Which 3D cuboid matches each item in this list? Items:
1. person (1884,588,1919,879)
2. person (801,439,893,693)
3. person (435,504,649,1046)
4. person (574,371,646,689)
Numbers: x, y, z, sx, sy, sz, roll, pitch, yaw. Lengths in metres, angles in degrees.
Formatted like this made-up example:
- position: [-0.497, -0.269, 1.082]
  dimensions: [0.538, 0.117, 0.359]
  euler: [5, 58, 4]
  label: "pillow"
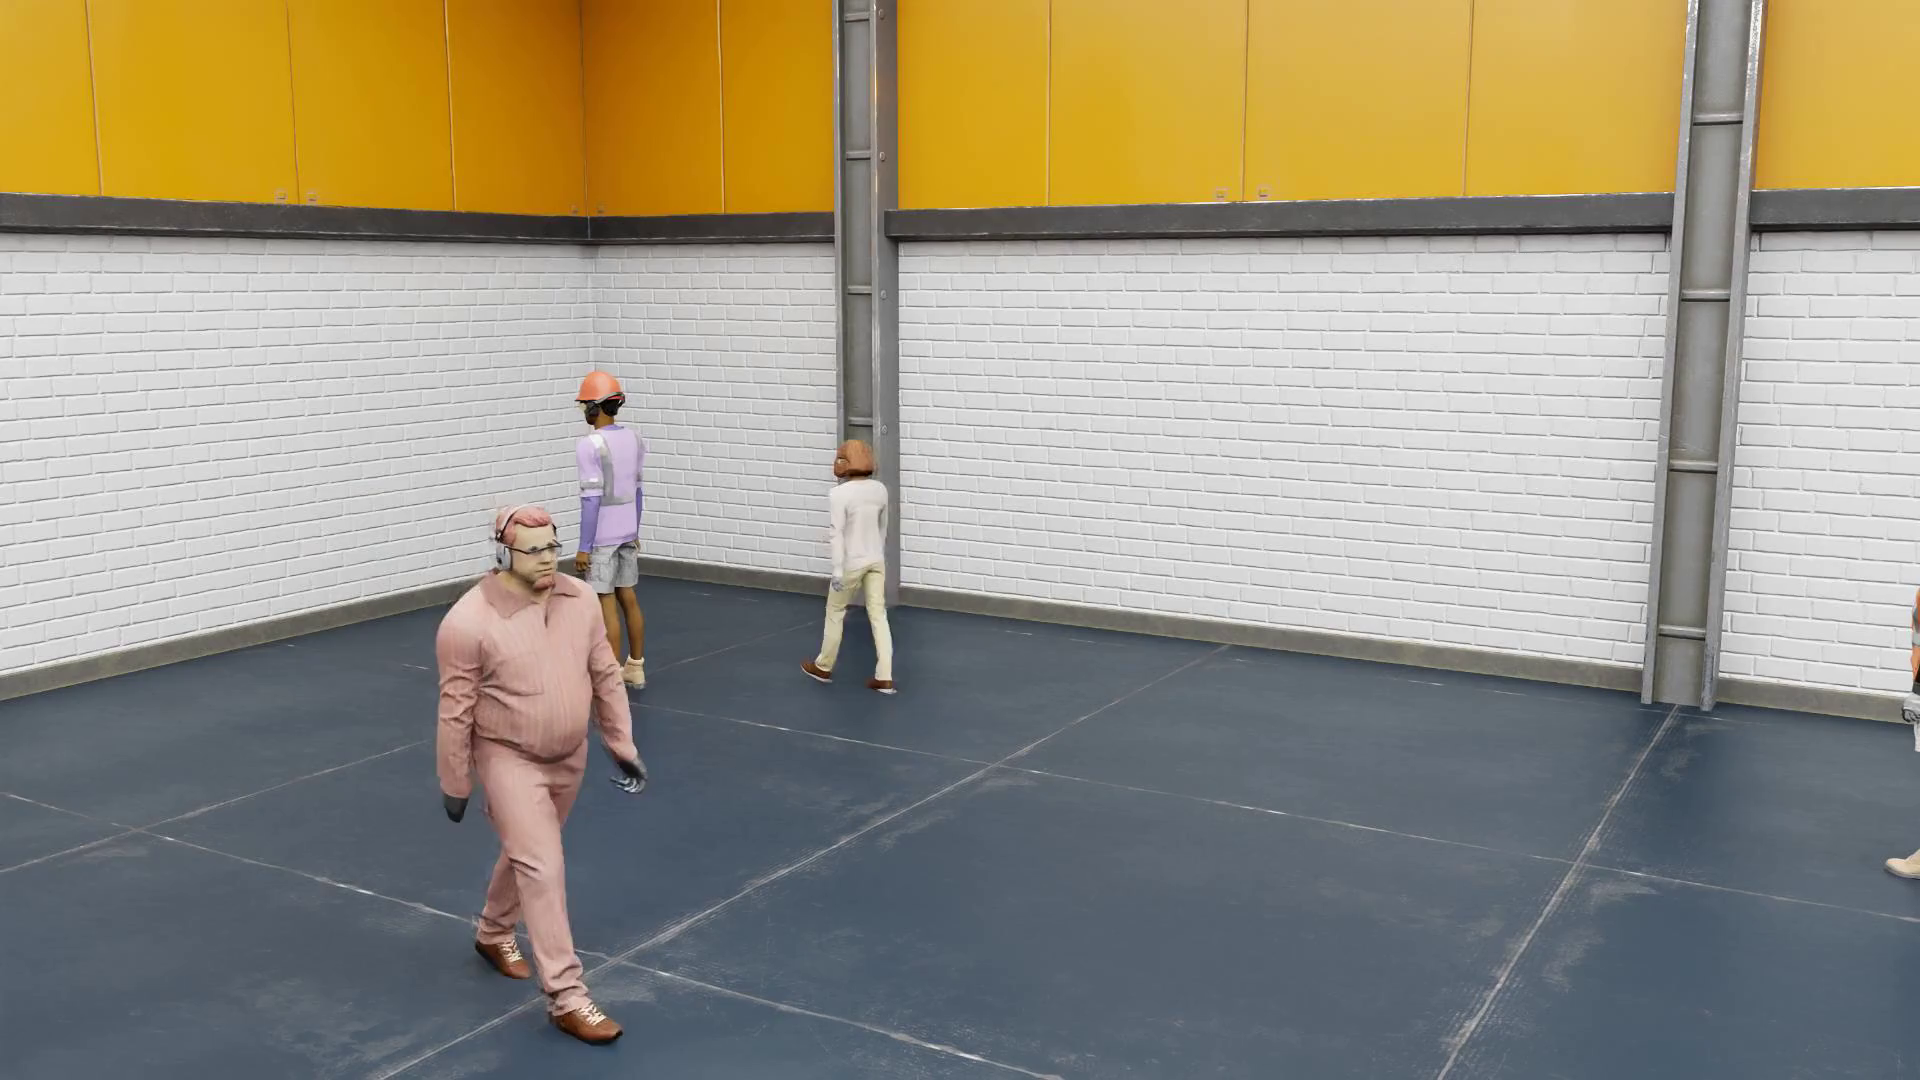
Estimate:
- position: [4.314, 0.649, 7.241]
  dimensions: [0.532, 1.697, 0.319]
  euler: [-5, 10, -29]
  label: "person"
- position: [-0.704, 0.157, 10.629]
  dimensions: [0.522, 1.595, 0.800]
  euler: [-8, 12, -43]
  label: "person"
- position: [-1.538, 0.781, 5.957]
  dimensions: [0.990, 1.861, 0.643]
  euler: [6, 11, 35]
  label: "person"
- position: [-2.219, -0.032, 10.411]
  dimensions: [0.386, 2.041, 0.615]
  euler: [4, 10, 22]
  label: "person"
